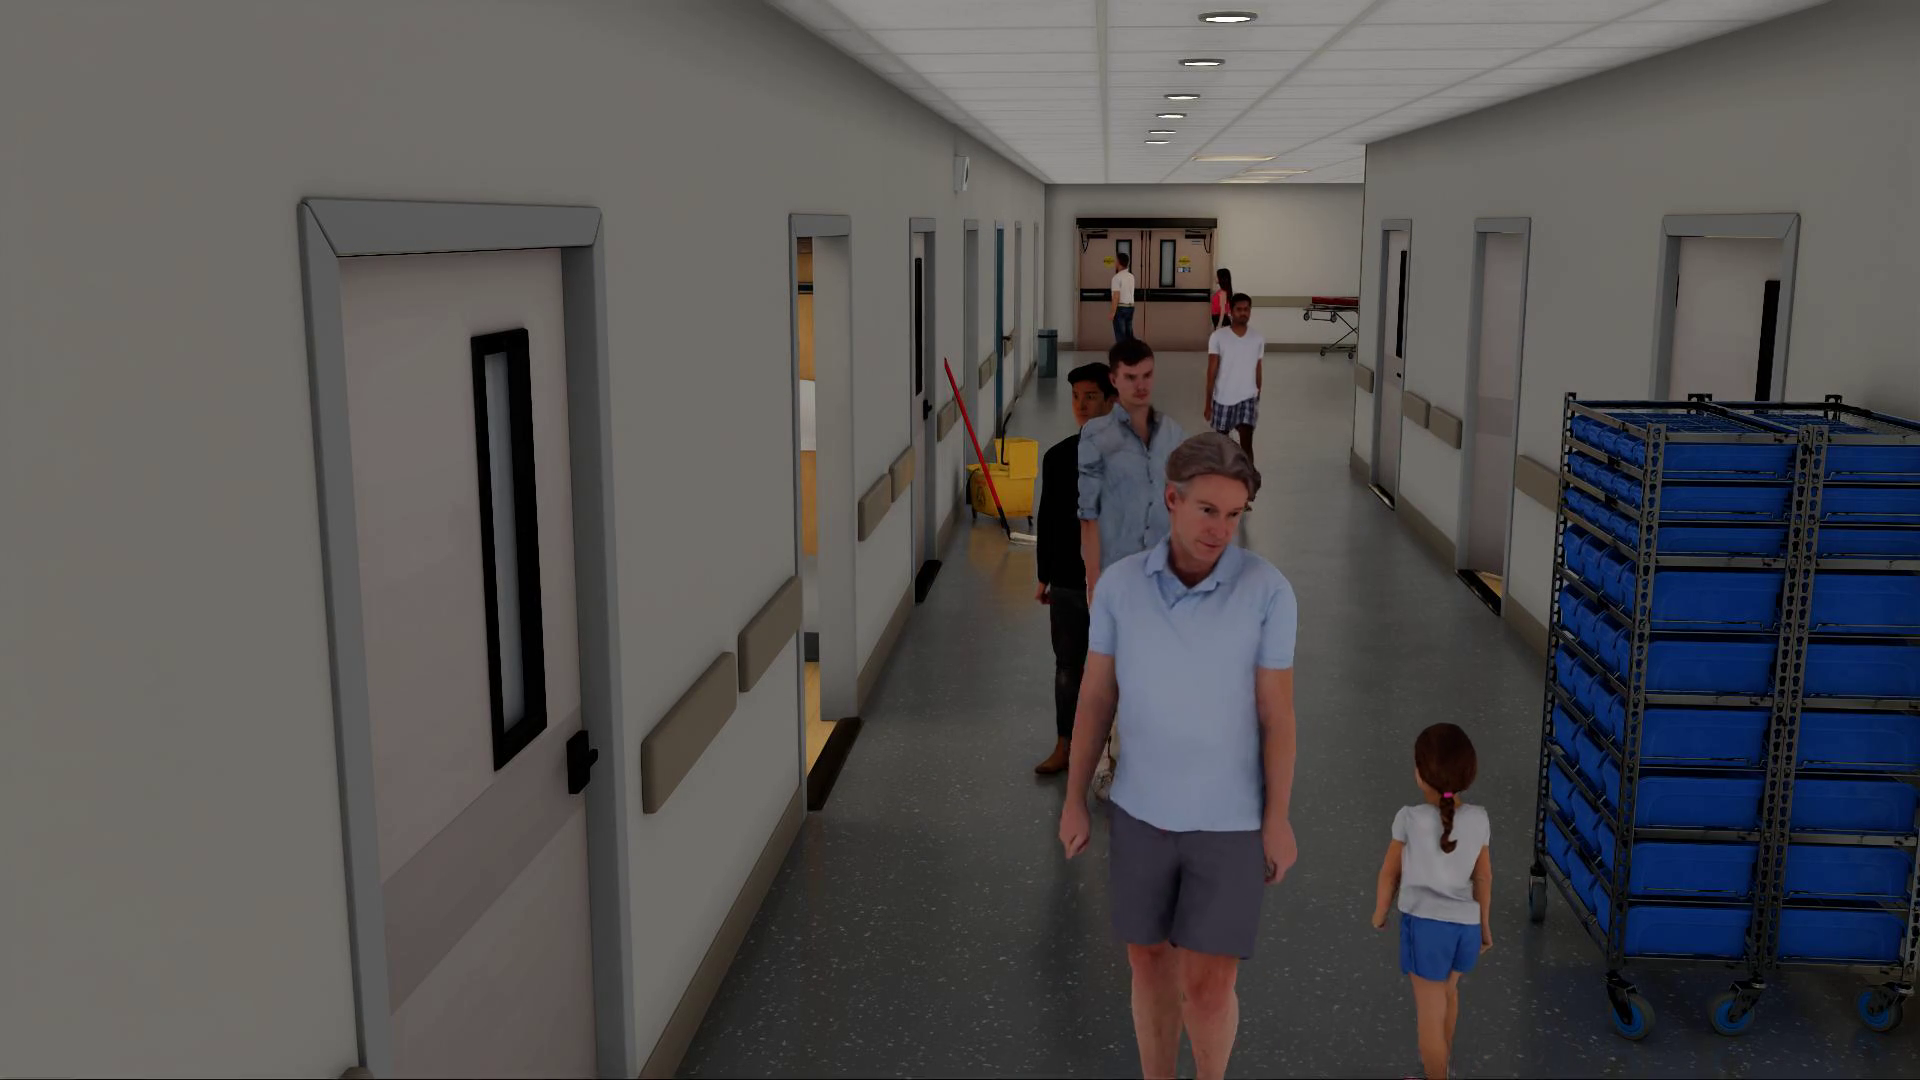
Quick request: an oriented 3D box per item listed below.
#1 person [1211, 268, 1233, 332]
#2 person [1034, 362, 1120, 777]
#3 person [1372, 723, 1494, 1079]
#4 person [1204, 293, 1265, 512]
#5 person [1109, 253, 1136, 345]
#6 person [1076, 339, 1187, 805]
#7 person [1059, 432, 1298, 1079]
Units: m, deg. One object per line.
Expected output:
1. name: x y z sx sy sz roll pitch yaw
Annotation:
1. person: 3.730 -3.042 23.738 0.682 1.658 0.508 3 11 15
2. person: 0.552 0.132 6.835 0.715 1.722 0.661 5 12 26
3. person: 1.241 0.987 4.246 0.479 1.008 0.569 -2 11 -10
4. person: 2.203 -1.123 13.508 0.737 1.700 1.142 0 11 -2
5. person: 2.502 -3.451 25.362 0.813 1.856 0.729 10 15 43
6. person: 0.653 0.112 6.652 0.794 1.832 0.842 -7 13 -34
7. person: 0.585 0.633 3.944 0.804 1.817 0.778 6 12 28
